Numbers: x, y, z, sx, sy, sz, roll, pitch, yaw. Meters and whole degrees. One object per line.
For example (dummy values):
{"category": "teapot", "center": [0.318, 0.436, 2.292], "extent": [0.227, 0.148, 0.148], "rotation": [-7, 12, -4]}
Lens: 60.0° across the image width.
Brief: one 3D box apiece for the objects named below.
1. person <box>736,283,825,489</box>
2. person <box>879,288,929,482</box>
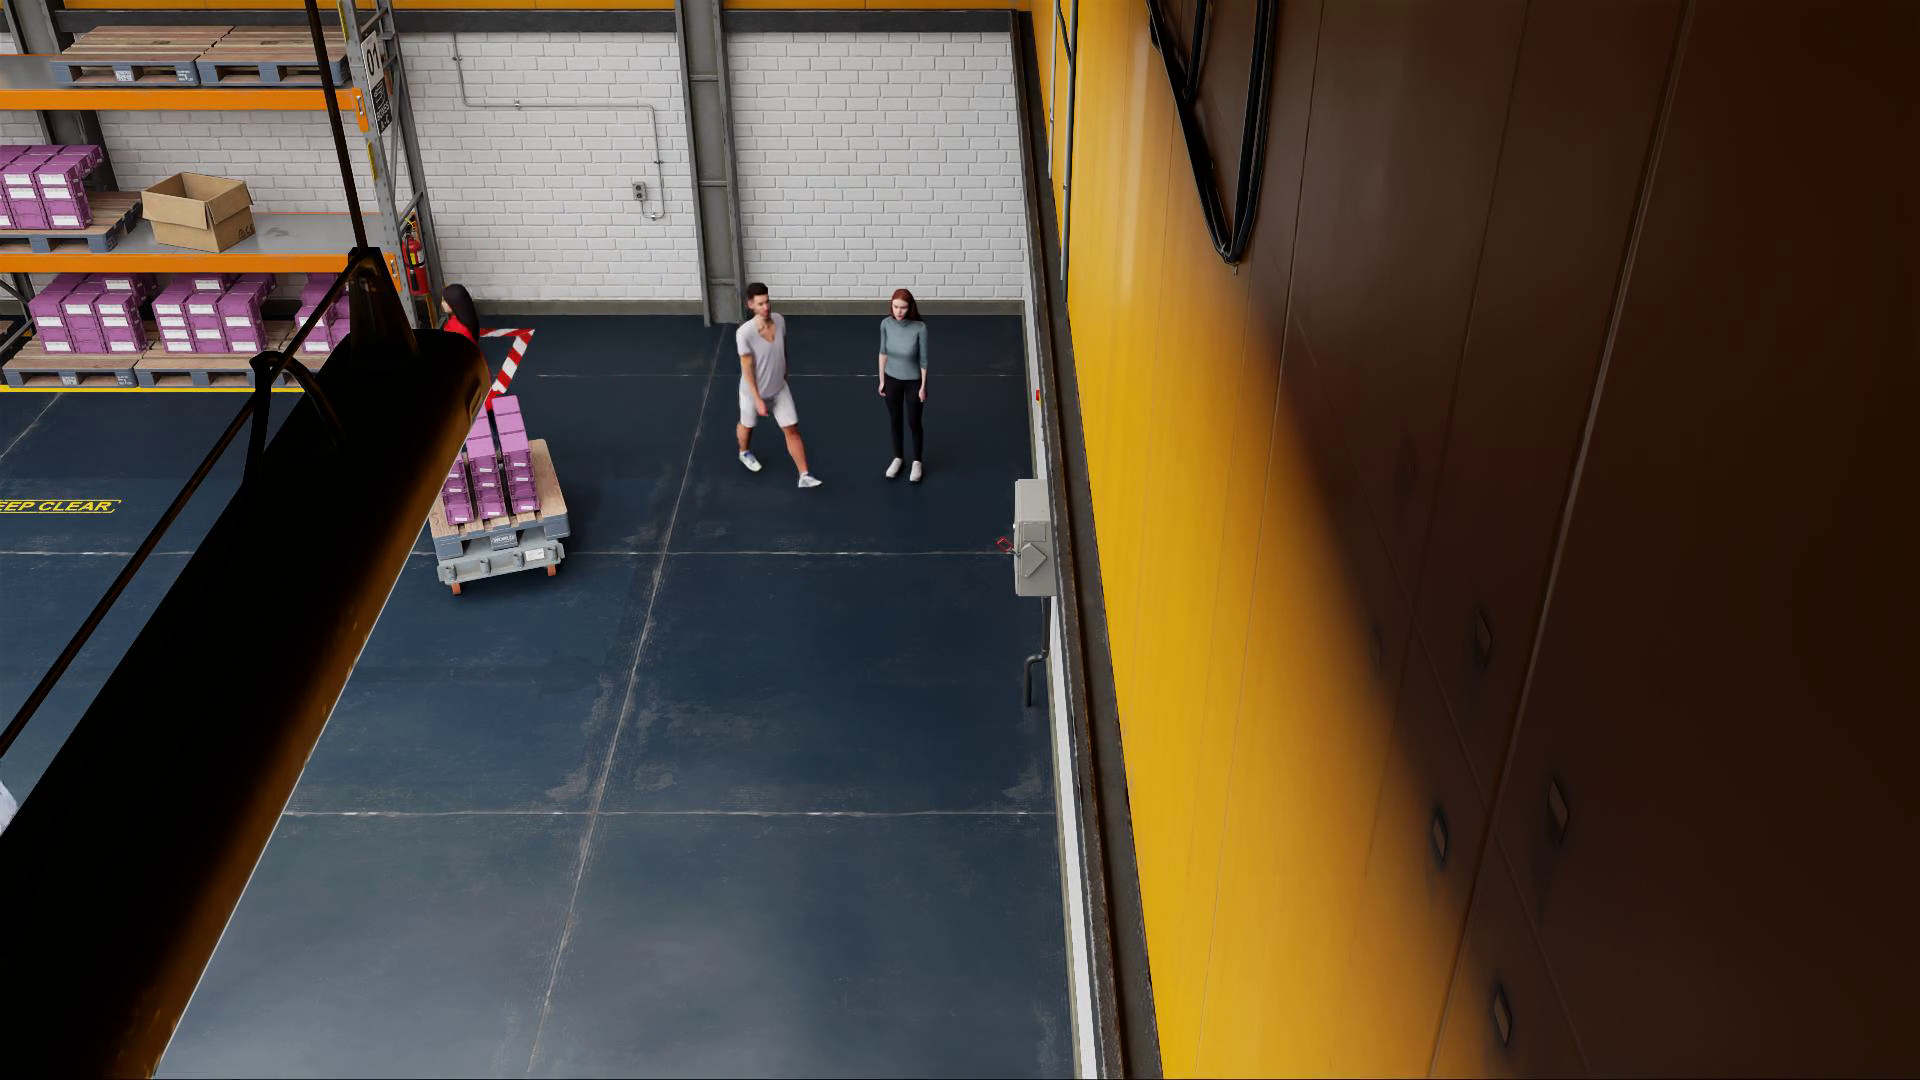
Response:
{"category": "person", "center": [-1.682, -1.271, 13.680], "extent": [1.247, 1.788, 1.286], "rotation": [-28, 42, -35]}
{"category": "person", "center": [-0.457, -1.290, 13.753], "extent": [0.577, 1.740, 0.707], "rotation": [12, 35, 17]}
